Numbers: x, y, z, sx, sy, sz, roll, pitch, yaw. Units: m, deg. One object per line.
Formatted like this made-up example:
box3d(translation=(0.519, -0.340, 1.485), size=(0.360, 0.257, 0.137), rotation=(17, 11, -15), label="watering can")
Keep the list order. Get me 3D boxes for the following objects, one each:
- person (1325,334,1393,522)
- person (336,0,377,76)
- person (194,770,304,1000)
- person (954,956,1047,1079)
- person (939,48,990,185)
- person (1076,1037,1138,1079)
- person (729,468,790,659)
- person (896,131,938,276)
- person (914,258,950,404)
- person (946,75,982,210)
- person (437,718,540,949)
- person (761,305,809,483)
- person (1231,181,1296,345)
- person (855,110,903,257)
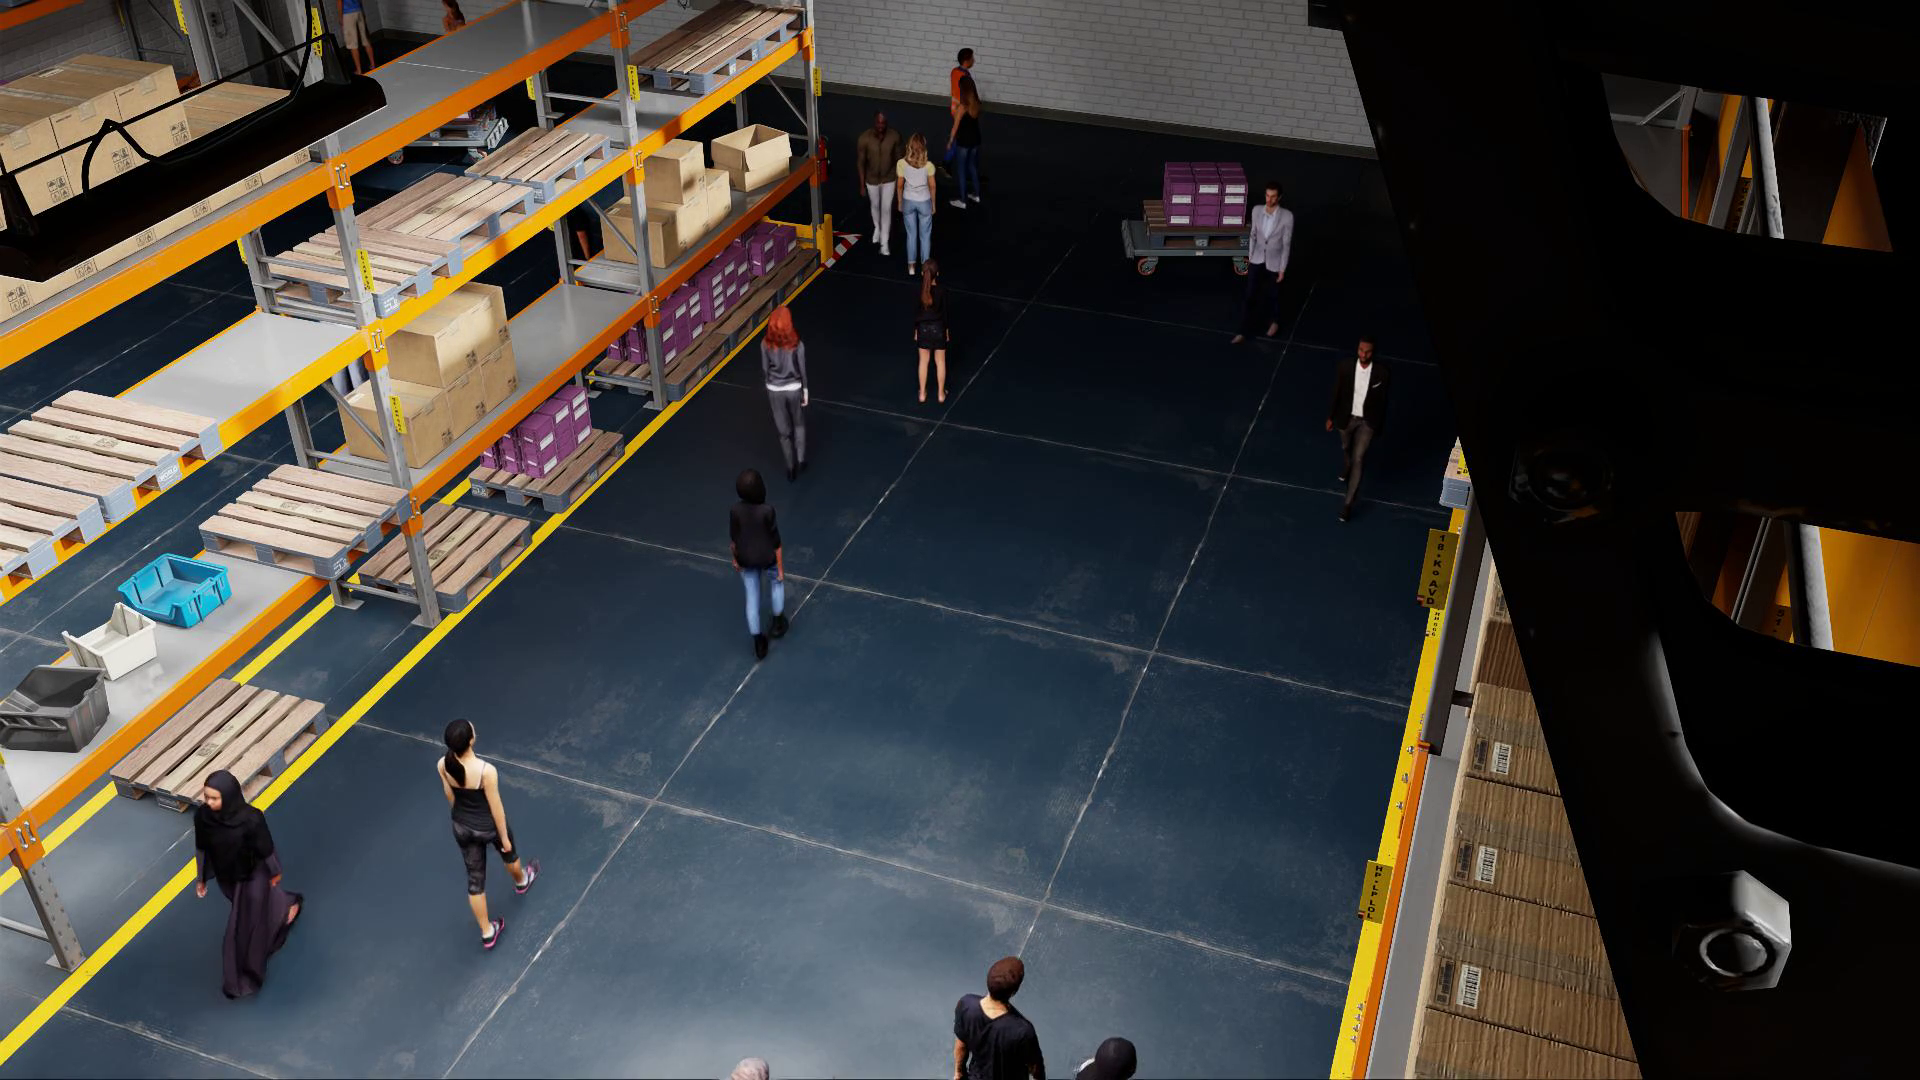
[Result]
box3d(translation=(3.649, -1.119, 15.234), size=(0.694, 1.741, 1.240), rotation=(13, 36, 19), label="person")
box3d(translation=(-9.365, -8.103, 25.631), size=(0.780, 1.862, 0.614), rotation=(23, 40, 30), label="person")
box3d(translation=(-4.523, 2.043, 10.597), size=(0.649, 1.607, 1.132), rotation=(9, 35, 13), label="person")
box3d(translation=(0.154, 3.003, 8.952), size=(0.702, 1.830, 0.680), rotation=(20, 38, 27), label="person")
box3d(translation=(0.017, -5.525, 21.767), size=(1.091, 1.847, 1.036), rotation=(-17, 37, -23), label="person")
box3d(translation=(0.642, 3.249, 8.664), size=(0.985, 1.739, 0.976), rotation=(-7, 34, -10), label="person")
box3d(translation=(-1.620, 0.234, 13.254), size=(0.710, 1.679, 0.808), rotation=(3, 34, 4), label="person")
box3d(translation=(-0.503, -3.939, 19.493), size=(0.667, 1.722, 0.598), rotation=(5, 34, 7), label="person")
box3d(translation=(-0.286, -2.136, 16.931), size=(0.561, 1.556, 0.591), rotation=(5, 34, 7), label="person")
box3d(translation=(0.117, -5.043, 21.159), size=(0.775, 1.716, 0.645), rotation=(26, 42, 34), label="person")
box3d(translation=(-3.130, 1.923, 10.687), size=(0.694, 1.707, 1.006), rotation=(6, 34, 9), label="person")
box3d(translation=(-1.635, -1.313, 15.504), size=(0.681, 1.764, 0.731), rotation=(-1, 34, -1), label="person")
box3d(translation=(3.400, -3.030, 18.045), size=(0.853, 1.811, 1.184), rotation=(19, 38, 26), label="person")
box3d(translation=(-0.961, -4.376, 20.103), size=(1.058, 1.775, 1.260), rotation=(-2, 34, -3), label="person")
